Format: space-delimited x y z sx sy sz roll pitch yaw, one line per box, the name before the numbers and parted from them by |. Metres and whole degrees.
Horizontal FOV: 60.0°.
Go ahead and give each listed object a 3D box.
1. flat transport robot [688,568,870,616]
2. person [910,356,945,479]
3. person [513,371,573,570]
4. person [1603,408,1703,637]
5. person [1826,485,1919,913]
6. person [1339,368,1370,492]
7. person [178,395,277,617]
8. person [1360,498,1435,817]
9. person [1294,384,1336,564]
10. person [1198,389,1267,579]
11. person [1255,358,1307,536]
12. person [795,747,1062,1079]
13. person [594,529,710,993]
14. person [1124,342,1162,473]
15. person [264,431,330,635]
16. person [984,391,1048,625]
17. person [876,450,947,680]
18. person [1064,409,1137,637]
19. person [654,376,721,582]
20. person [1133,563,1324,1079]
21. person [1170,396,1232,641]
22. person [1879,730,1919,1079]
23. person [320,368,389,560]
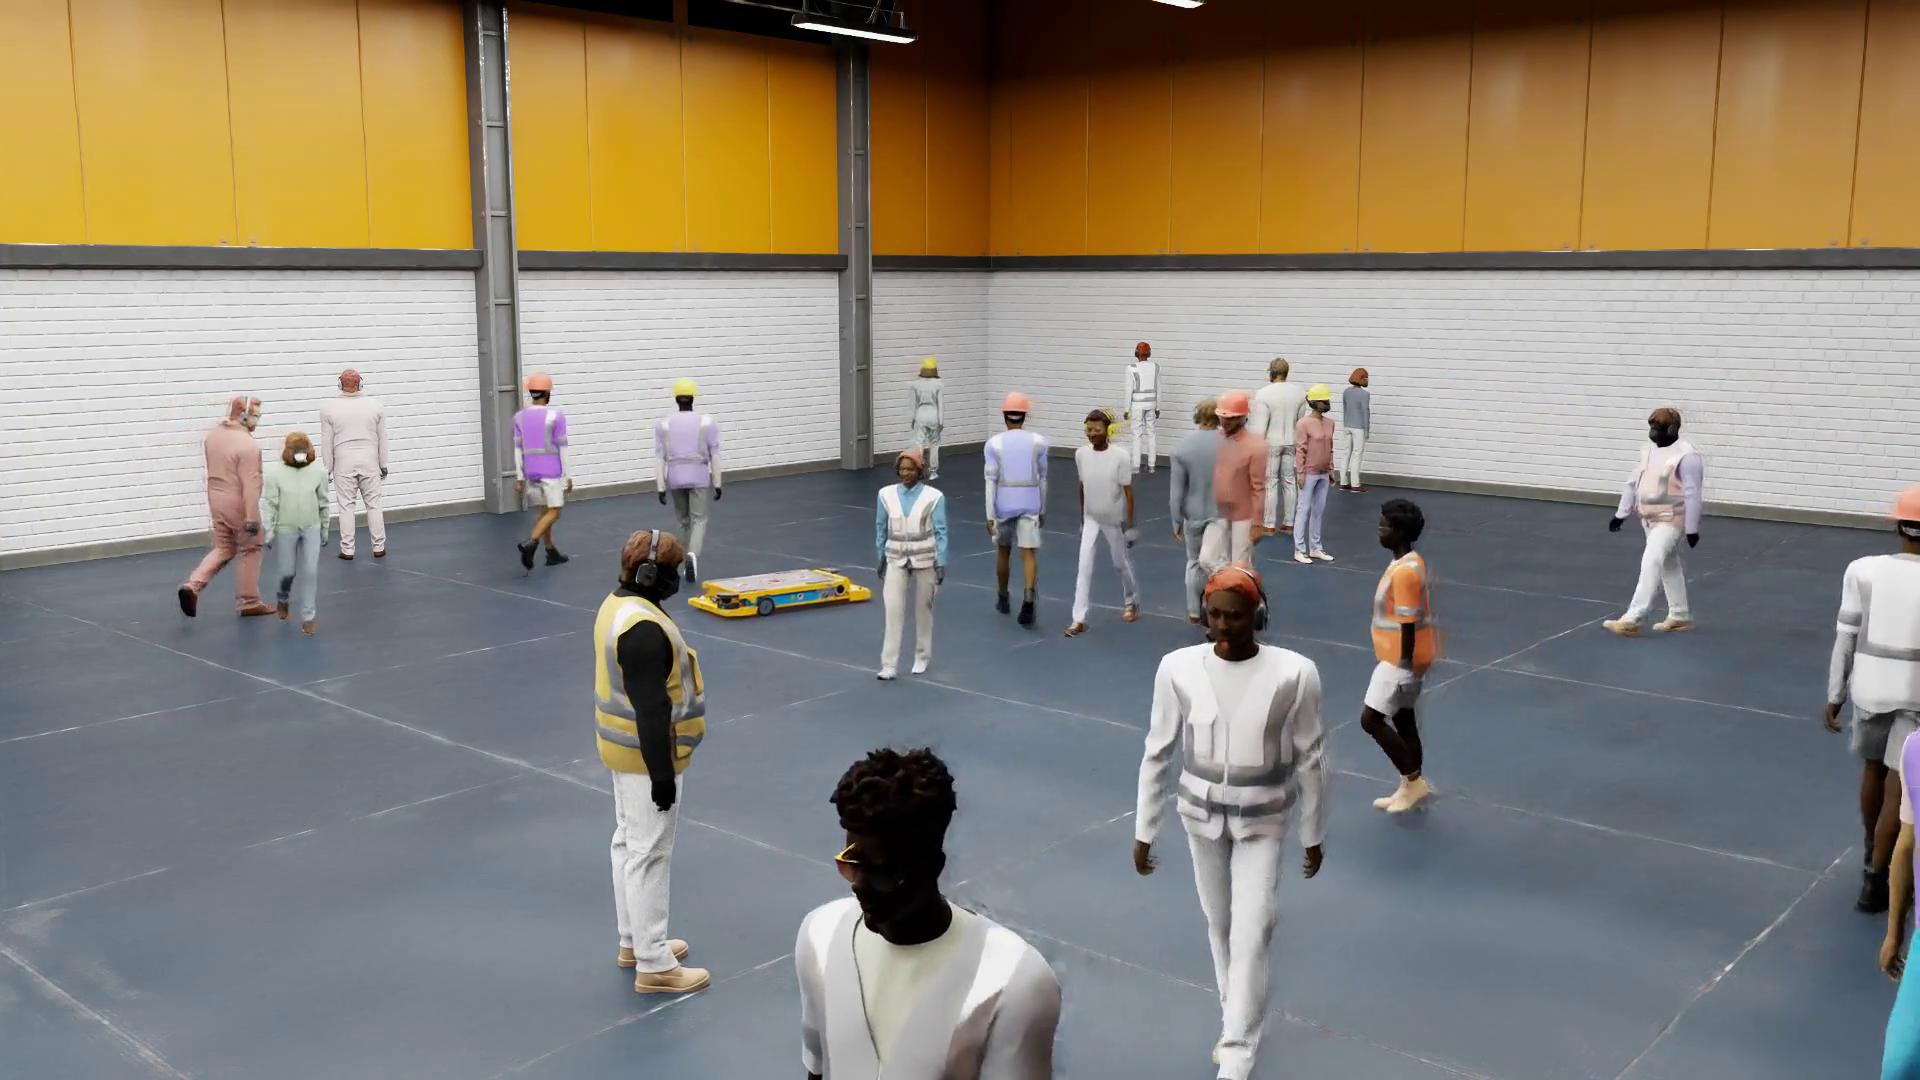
flat transport robot | -1.544 0.437 14.256 1.431 0.197 0.652 -7 11 -36
person | -0.454 -1.662 22.883 0.492 1.718 0.688 2 9 11
person | -4.041 -0.657 15.986 0.553 1.918 0.804 3 10 20
person | 5.429 -0.136 13.080 0.910 1.798 0.642 -1 9 -7
person | 4.309 0.689 7.536 0.567 1.901 0.881 9 12 43
person | 5.189 -1.439 21.793 0.269 1.627 0.499 -5 10 -27
person | -5.976 -0.251 13.578 0.708 1.867 0.726 6 11 33
person | 2.286 0.623 8.667 0.375 1.686 0.547 3 9 17
person | 3.518 -0.653 16.423 0.526 1.769 0.316 -7 11 -37
person | 2.108 -0.199 12.949 0.523 1.961 0.636 -8 12 -41
person | 3.464 -1.011 18.127 0.637 1.937 0.357 -4 10 -24
person | -0.115 1.360 3.231 0.608 1.947 0.582 5 10 27
person | -1.229 0.869 6.644 0.430 1.838 0.619 -3 10 -21
person | 2.615 -1.891 23.831 0.574 1.883 0.356 -3 10 -20
person | -5.288 -0.077 13.259 0.522 1.608 0.593 -6 11 -32
person | 0.464 -0.270 13.634 0.532 1.898 0.913 0 9 -2
person | -0.362 0.190 11.587 0.545 1.602 0.782 2 9 13
person | 1.188 -0.166 13.301 0.540 1.801 1.050 5 10 28
person | -2.520 -0.555 15.370 0.596 1.907 0.789 0 9 1
person | 0.890 1.014 5.690 0.612 1.842 0.934 4 10 24
person | 1.948 -0.179 13.043 0.622 1.908 0.970 1 9 9
person | 2.876 1.185 4.671 0.571 1.824 0.588 -8 12 -41
person | -6.038 -0.754 16.612 0.638 1.910 0.407 -5 10 -27
